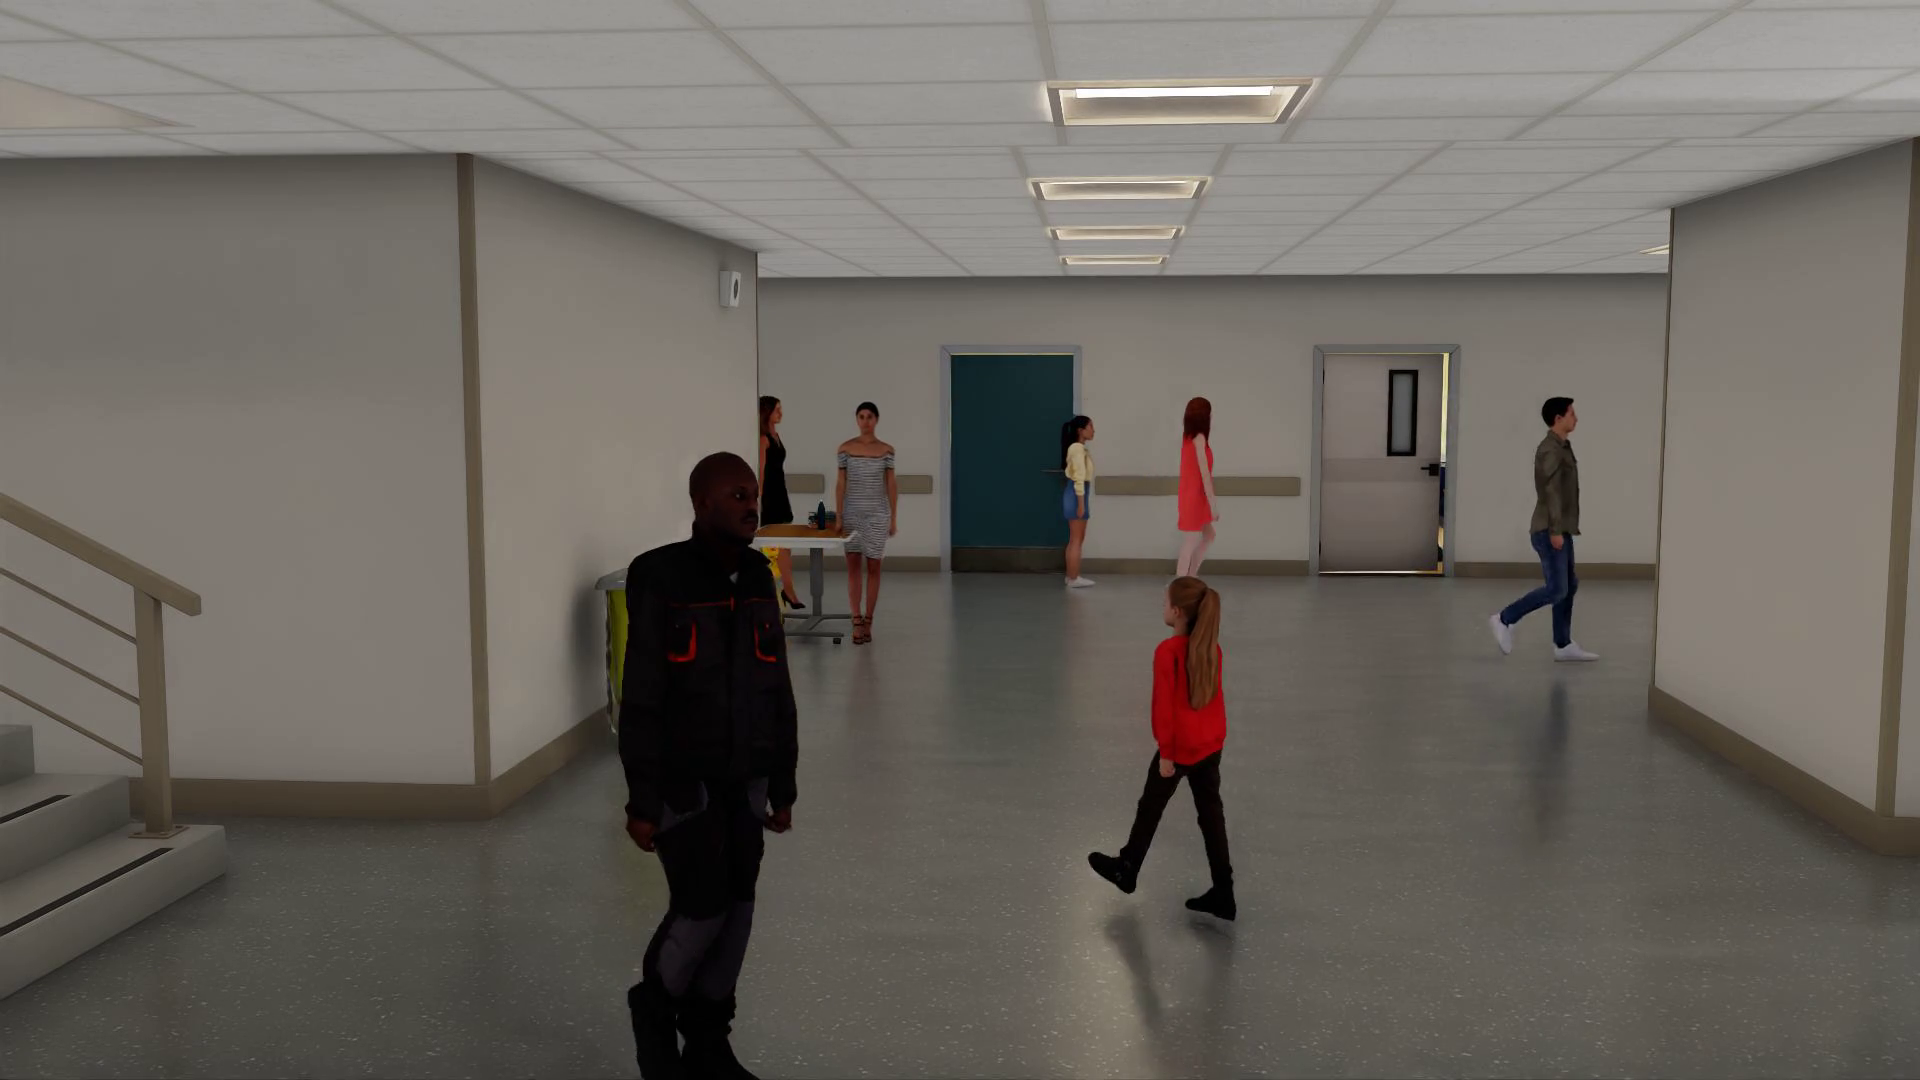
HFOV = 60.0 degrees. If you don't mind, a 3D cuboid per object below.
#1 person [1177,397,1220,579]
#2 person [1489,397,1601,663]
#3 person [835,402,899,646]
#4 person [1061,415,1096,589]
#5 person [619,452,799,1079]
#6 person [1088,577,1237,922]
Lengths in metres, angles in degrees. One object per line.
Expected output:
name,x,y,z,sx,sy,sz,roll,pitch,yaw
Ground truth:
person,1.889,-0.291,14.093,0.637,1.814,0.633,0,6,0
person,4.069,-0.060,11.592,1.094,1.854,0.932,3,6,28
person,-0.696,-0.127,12.497,0.663,1.807,0.722,0,6,-1
person,1.114,-0.373,15.808,0.574,1.633,0.668,0,6,-4
person,-0.772,0.656,4.700,0.872,1.809,0.924,-6,8,-44
person,0.882,0.788,6.148,0.857,1.256,0.914,-5,7,-40
